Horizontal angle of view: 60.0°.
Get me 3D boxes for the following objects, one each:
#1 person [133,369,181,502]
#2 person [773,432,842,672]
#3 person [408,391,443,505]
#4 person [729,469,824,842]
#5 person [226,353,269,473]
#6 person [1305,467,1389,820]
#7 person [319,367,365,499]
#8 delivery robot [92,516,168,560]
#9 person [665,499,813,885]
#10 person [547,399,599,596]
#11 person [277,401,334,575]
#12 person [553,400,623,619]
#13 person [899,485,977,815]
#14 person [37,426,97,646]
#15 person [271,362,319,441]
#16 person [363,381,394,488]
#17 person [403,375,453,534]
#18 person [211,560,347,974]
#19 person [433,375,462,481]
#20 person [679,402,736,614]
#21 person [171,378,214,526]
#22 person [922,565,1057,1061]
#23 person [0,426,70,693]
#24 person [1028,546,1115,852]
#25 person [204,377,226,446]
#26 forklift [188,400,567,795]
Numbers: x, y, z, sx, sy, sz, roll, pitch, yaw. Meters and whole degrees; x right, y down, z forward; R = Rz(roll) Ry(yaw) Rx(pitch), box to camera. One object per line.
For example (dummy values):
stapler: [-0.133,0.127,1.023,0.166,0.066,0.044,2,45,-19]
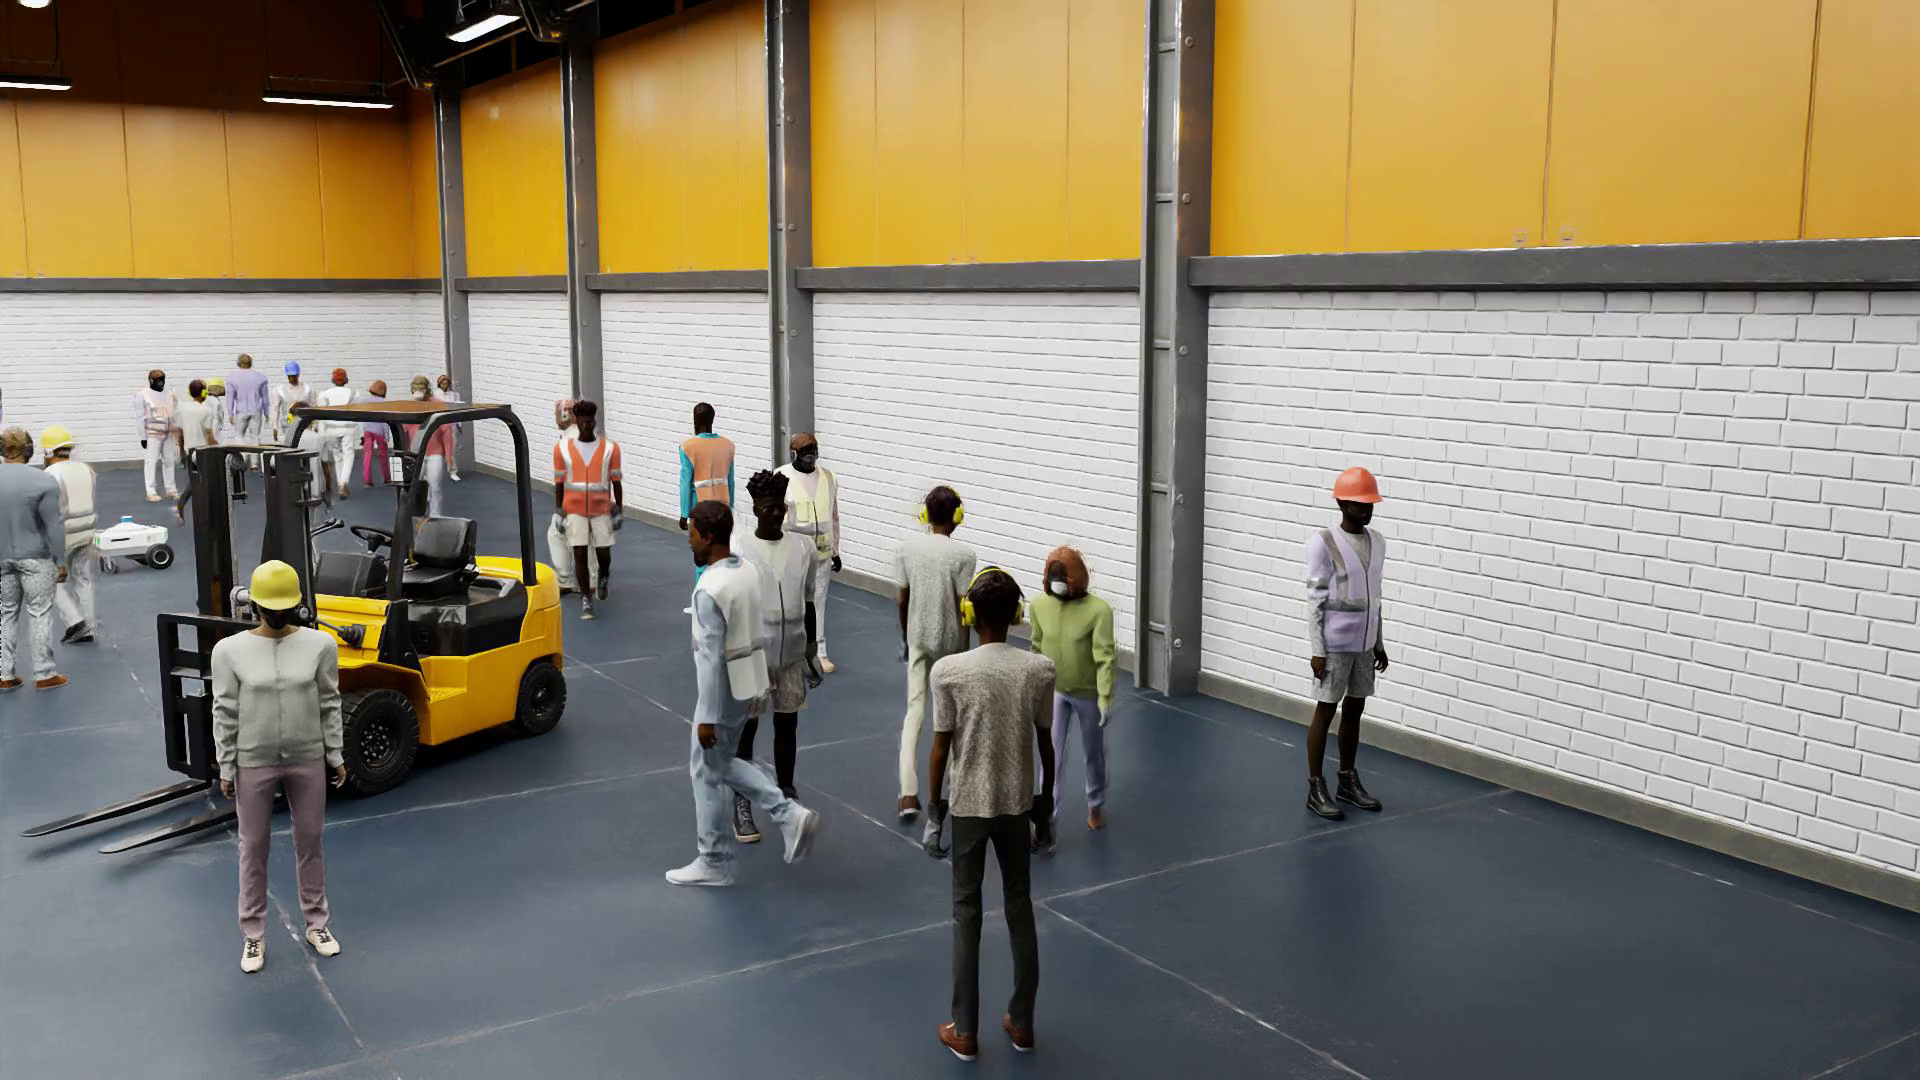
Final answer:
person: [-11.109,-1.455,23.107,0.430,1.839,0.626,5,10,29]
person: [-1.169,0.105,12.561,0.622,1.845,0.429,-5,10,-31]
person: [-7.292,-1.286,22.763,0.509,1.597,0.822,-4,9,-25]
person: [-1.005,0.600,8.817,0.625,1.964,0.366,-5,10,-31]
person: [-11.417,-2.031,26.677,0.645,1.923,0.471,-5,10,-29]
person: [2.150,0.560,9.172,0.543,1.939,0.360,-5,10,-31]
person: [-8.713,-1.504,23.427,0.592,1.855,0.899,-2,9,-10]
delivery robot: [-8.651,-0.003,17.292,0.707,0.478,0.477,-8,11,-42]
person: [-1.098,0.745,8.023,0.642,1.895,0.604,2,9,11]
person: [-3.739,-0.392,15.784,0.730,1.878,0.648,0,8,1]
person: [-6.477,-0.431,16.239,0.878,1.833,0.516,7,11,38]
person: [-3.320,-0.288,14.869,0.611,1.944,0.630,-2,9,-11]
person: [-0.158,0.600,9.352,0.545,1.816,1.006,3,9,21]
person: [-7.247,-0.020,13.486,0.428,1.817,0.605,3,9,17]
person: [-9.678,-1.645,24.217,0.636,1.890,1.012,-3,9,-17]
person: [-8.684,-1.578,24.766,0.524,1.575,0.827,2,9,14]
person: [-6.292,-0.978,19.603,0.644,1.926,0.426,-1,9,-8]
person: [-2.903,0.953,7.126,0.524,1.762,0.325,-5,10,-31]
person: [-7.898,-1.715,25.509,0.514,1.639,0.310,-5,10,-31]
person: [-2.255,-0.280,14.960,0.392,1.910,0.585,7,11,41]
person: [-9.300,-1.030,20.204,0.532,1.850,0.587,2,9,14]
person: [0.117,1.029,6.283,0.510,1.864,0.313,-3,9,-17]
person: [-6.776,0.144,12.027,0.640,1.929,0.380,0,8,-2]
person: [0.586,0.808,8.666,0.524,1.575,0.893,4,9,23]
person: [-10.482,-1.432,23.368,0.466,1.697,0.526,-6,10,-36]
forklift: [-3.529,0.258,10.348,1.214,2.155,2.313,4,9,25]
